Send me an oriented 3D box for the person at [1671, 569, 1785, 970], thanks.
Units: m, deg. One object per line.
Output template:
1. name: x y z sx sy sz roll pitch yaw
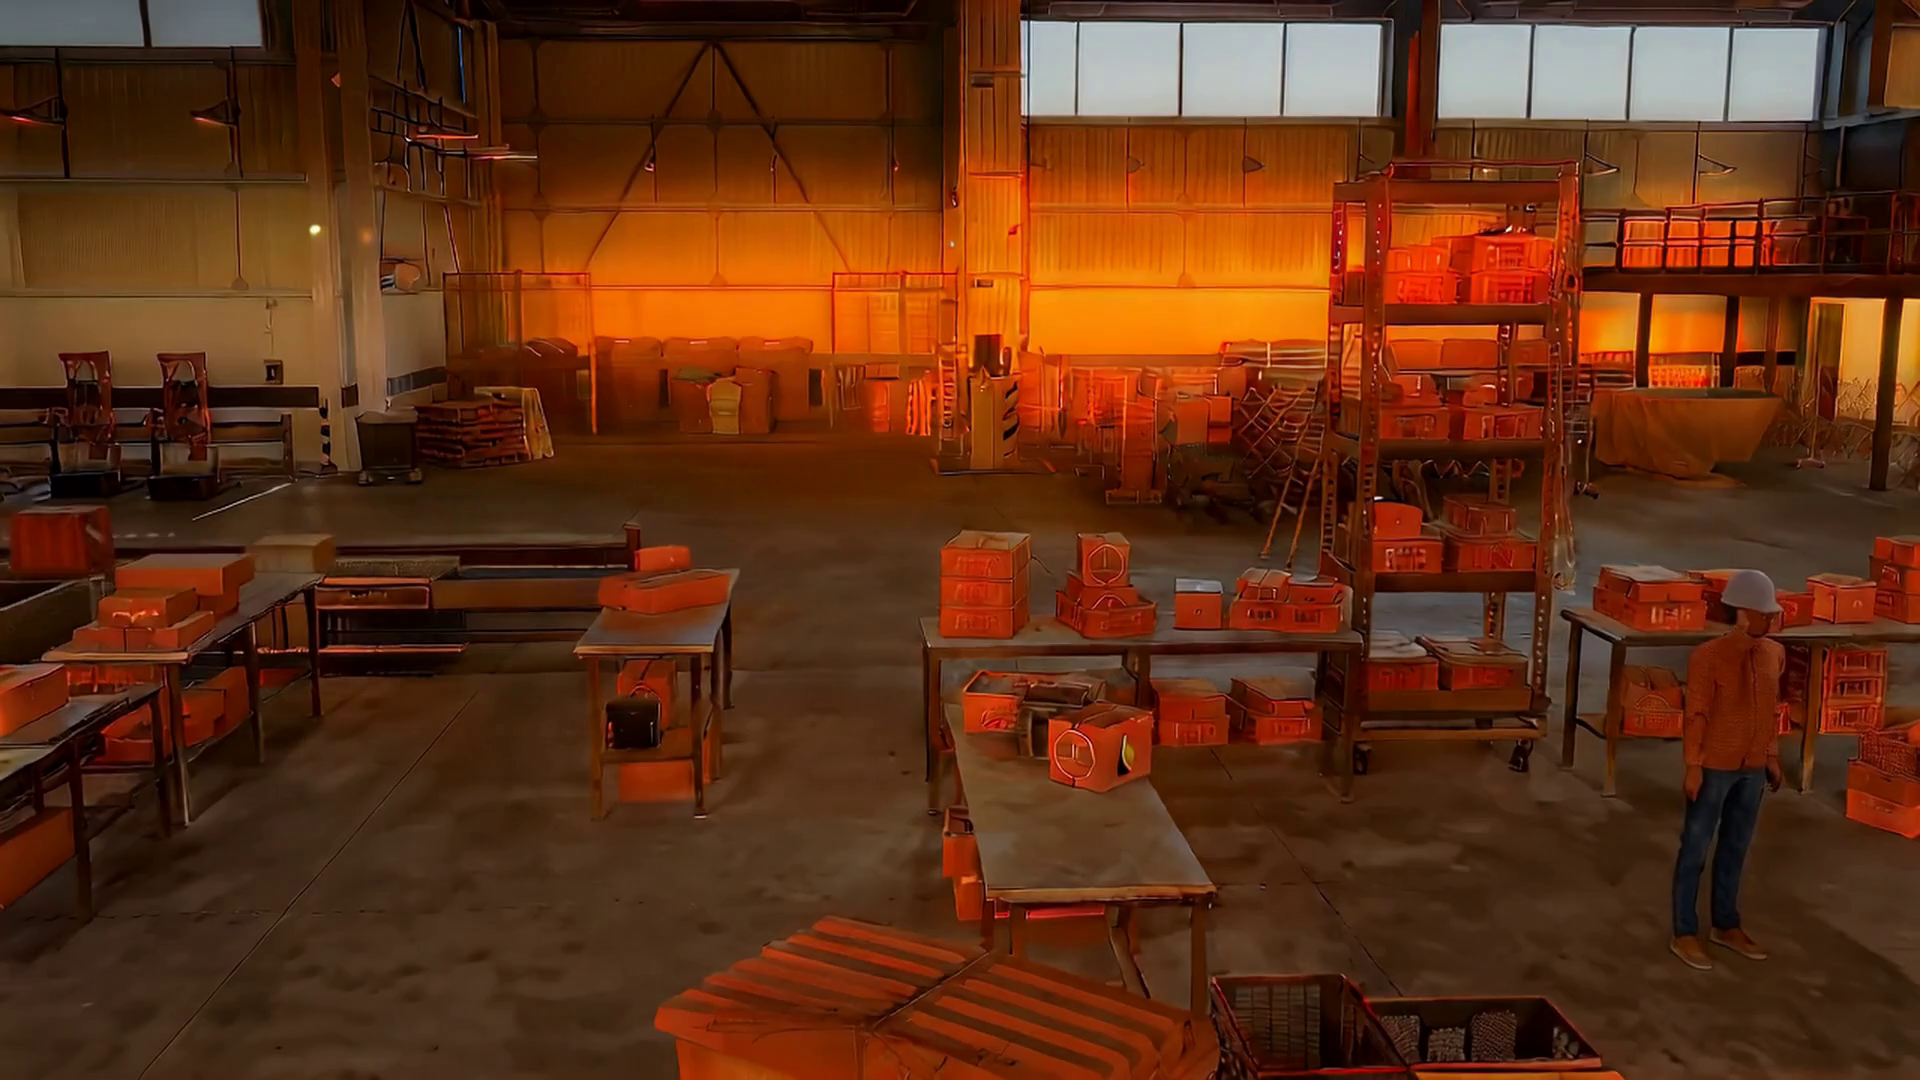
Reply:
1. person: 3.404 0.996 7.321 0.523 1.769 0.321 -3 10 -20

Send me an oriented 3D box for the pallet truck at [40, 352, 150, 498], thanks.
1. pallet truck: -11.907 -1.642 23.165 0.823 1.965 1.885 0 9 0

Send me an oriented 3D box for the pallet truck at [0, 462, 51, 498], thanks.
1. pallet truck: -13.193 -1.293 23.148 0.653 1.274 1.630 -1 9 -4

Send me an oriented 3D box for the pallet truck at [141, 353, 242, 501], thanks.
1. pallet truck: -10.520 -1.604 22.925 0.823 1.965 1.885 -1 9 -6
